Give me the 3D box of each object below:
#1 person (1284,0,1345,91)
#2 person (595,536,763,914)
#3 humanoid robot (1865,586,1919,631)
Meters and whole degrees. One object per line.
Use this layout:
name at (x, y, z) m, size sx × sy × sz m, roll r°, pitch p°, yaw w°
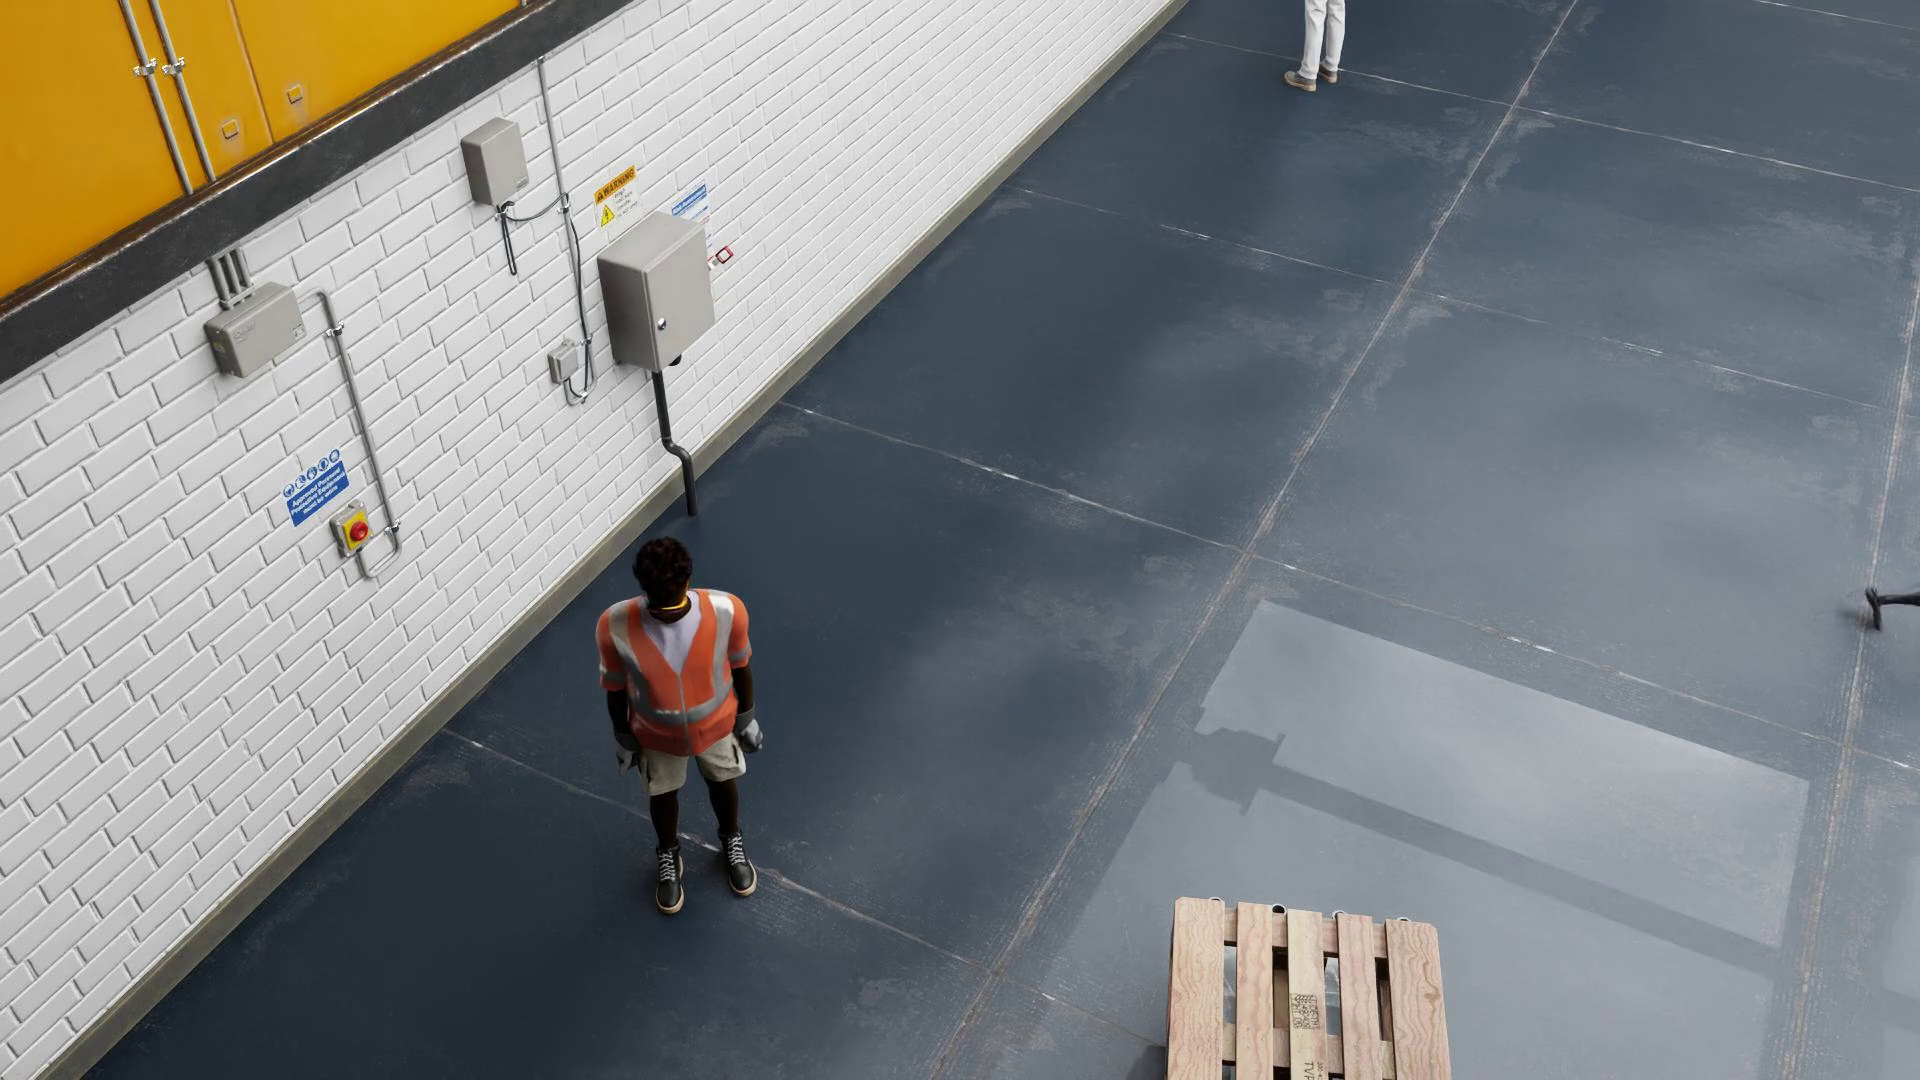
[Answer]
person at (2.802, -4.366, 12.663) m, size 0.583 × 1.882 × 0.337 m, roll -24°, pitch 46°, yaw -26°
person at (-1.101, 0.744, 6.683) m, size 0.603 × 1.958 × 0.375 m, roll -10°, pitch 42°, yaw -11°
humanoid robot at (4.800, -0.016, 7.819) m, size 0.613 × 1.646 × 0.748 m, roll -27°, pitch 48°, yaw -28°
